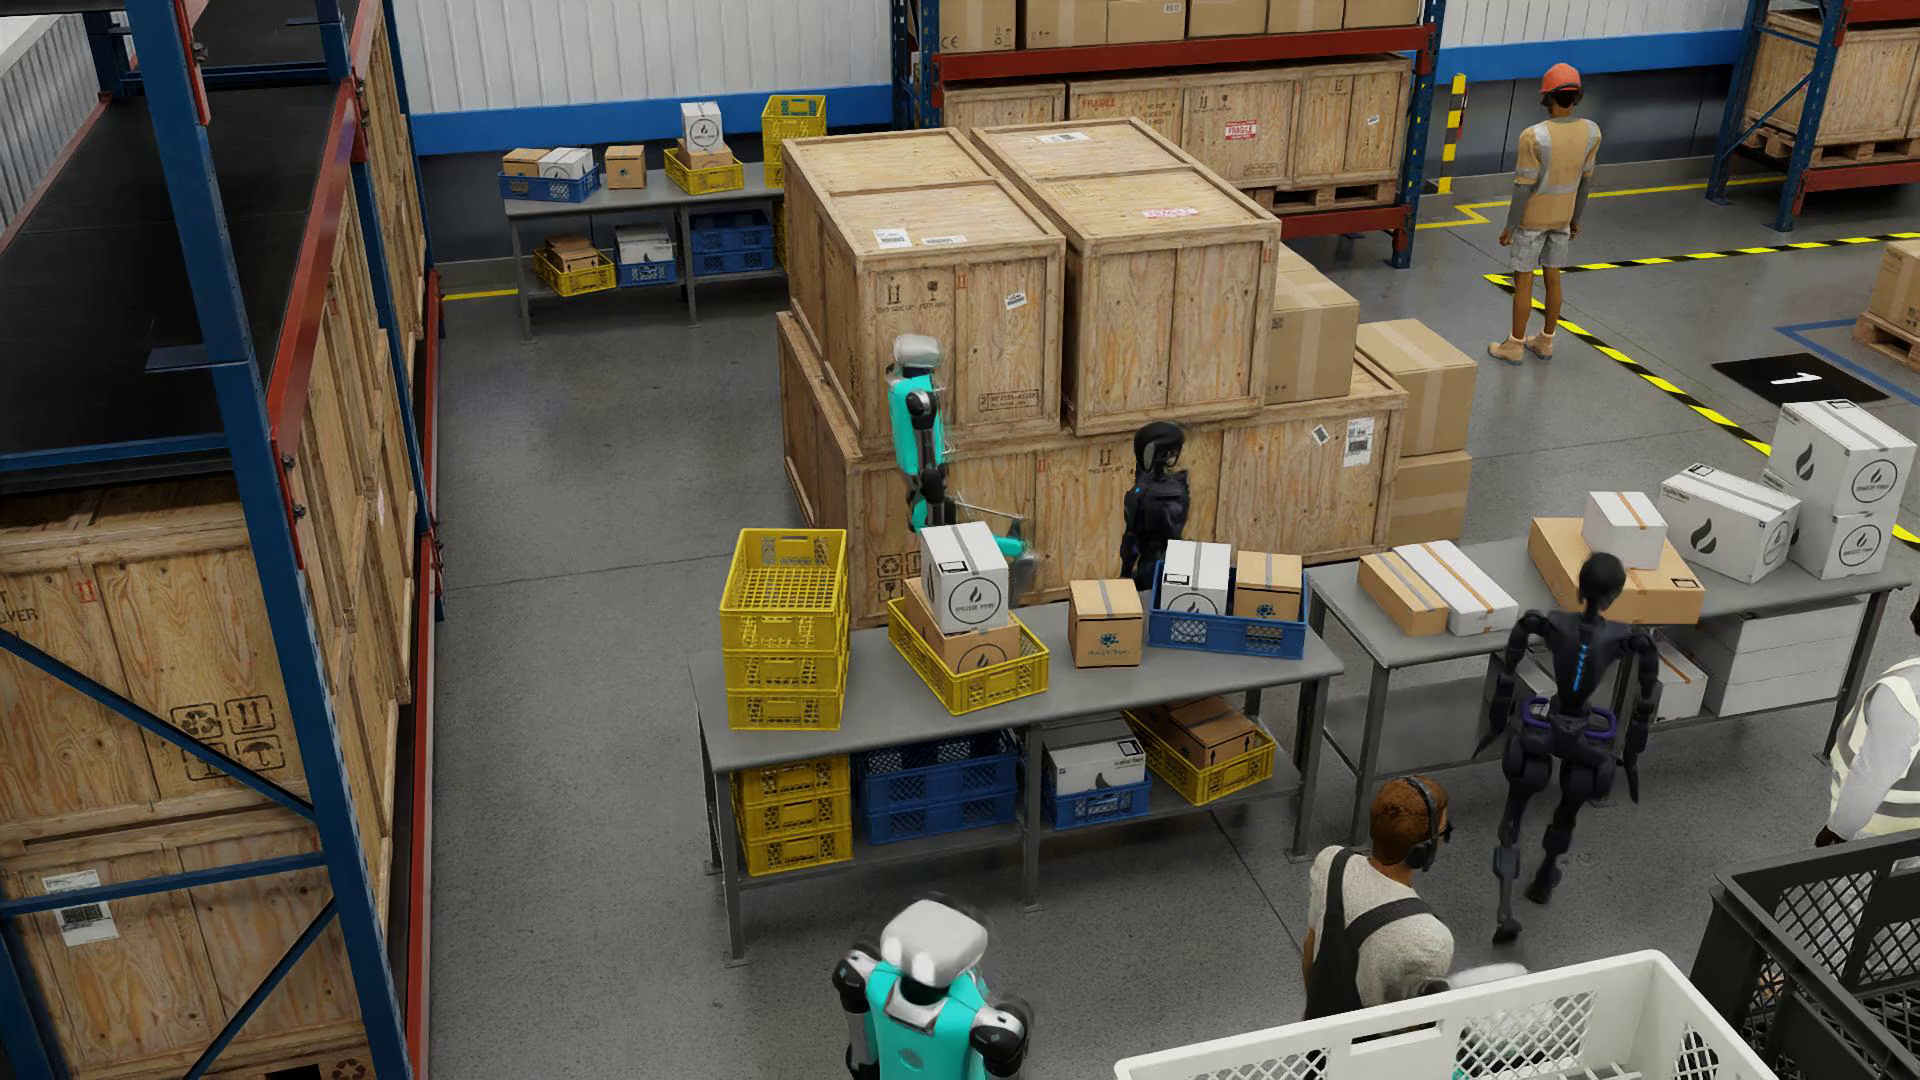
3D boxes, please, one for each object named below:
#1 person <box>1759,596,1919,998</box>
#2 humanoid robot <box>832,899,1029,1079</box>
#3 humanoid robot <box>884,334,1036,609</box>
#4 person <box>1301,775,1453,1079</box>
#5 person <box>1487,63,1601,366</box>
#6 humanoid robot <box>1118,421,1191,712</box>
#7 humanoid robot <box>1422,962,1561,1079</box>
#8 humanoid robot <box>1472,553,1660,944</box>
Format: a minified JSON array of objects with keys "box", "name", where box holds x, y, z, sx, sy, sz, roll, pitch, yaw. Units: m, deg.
[{"box":[3.247,0.920,5.817,0.626,1.844,0.429,-15,32,-25],"name":"person"},{"box":[0.027,1.612,4.656,0.539,1.739,0.964,15,32,25],"name":"humanoid robot"},{"box":[0.011,-0.154,7.904,1.046,1.754,0.557,-7,30,-13],"name":"humanoid robot"},{"box":[1.169,1.469,4.838,0.361,1.831,0.500,-15,32,-25],"name":"person"},{"box":[3.931,-2.186,11.259,0.613,2.029,0.399,-10,30,-17],"name":"person"},{"box":[0.870,0.217,7.313,0.783,1.627,0.589,-7,30,-13],"name":"humanoid robot"},{"box":[1.050,1.845,4.230,0.756,1.763,0.555,-9,30,-16],"name":"humanoid robot"},{"box":[2.257,0.794,6.267,0.612,1.658,0.637,10,31,18],"name":"humanoid robot"}]
